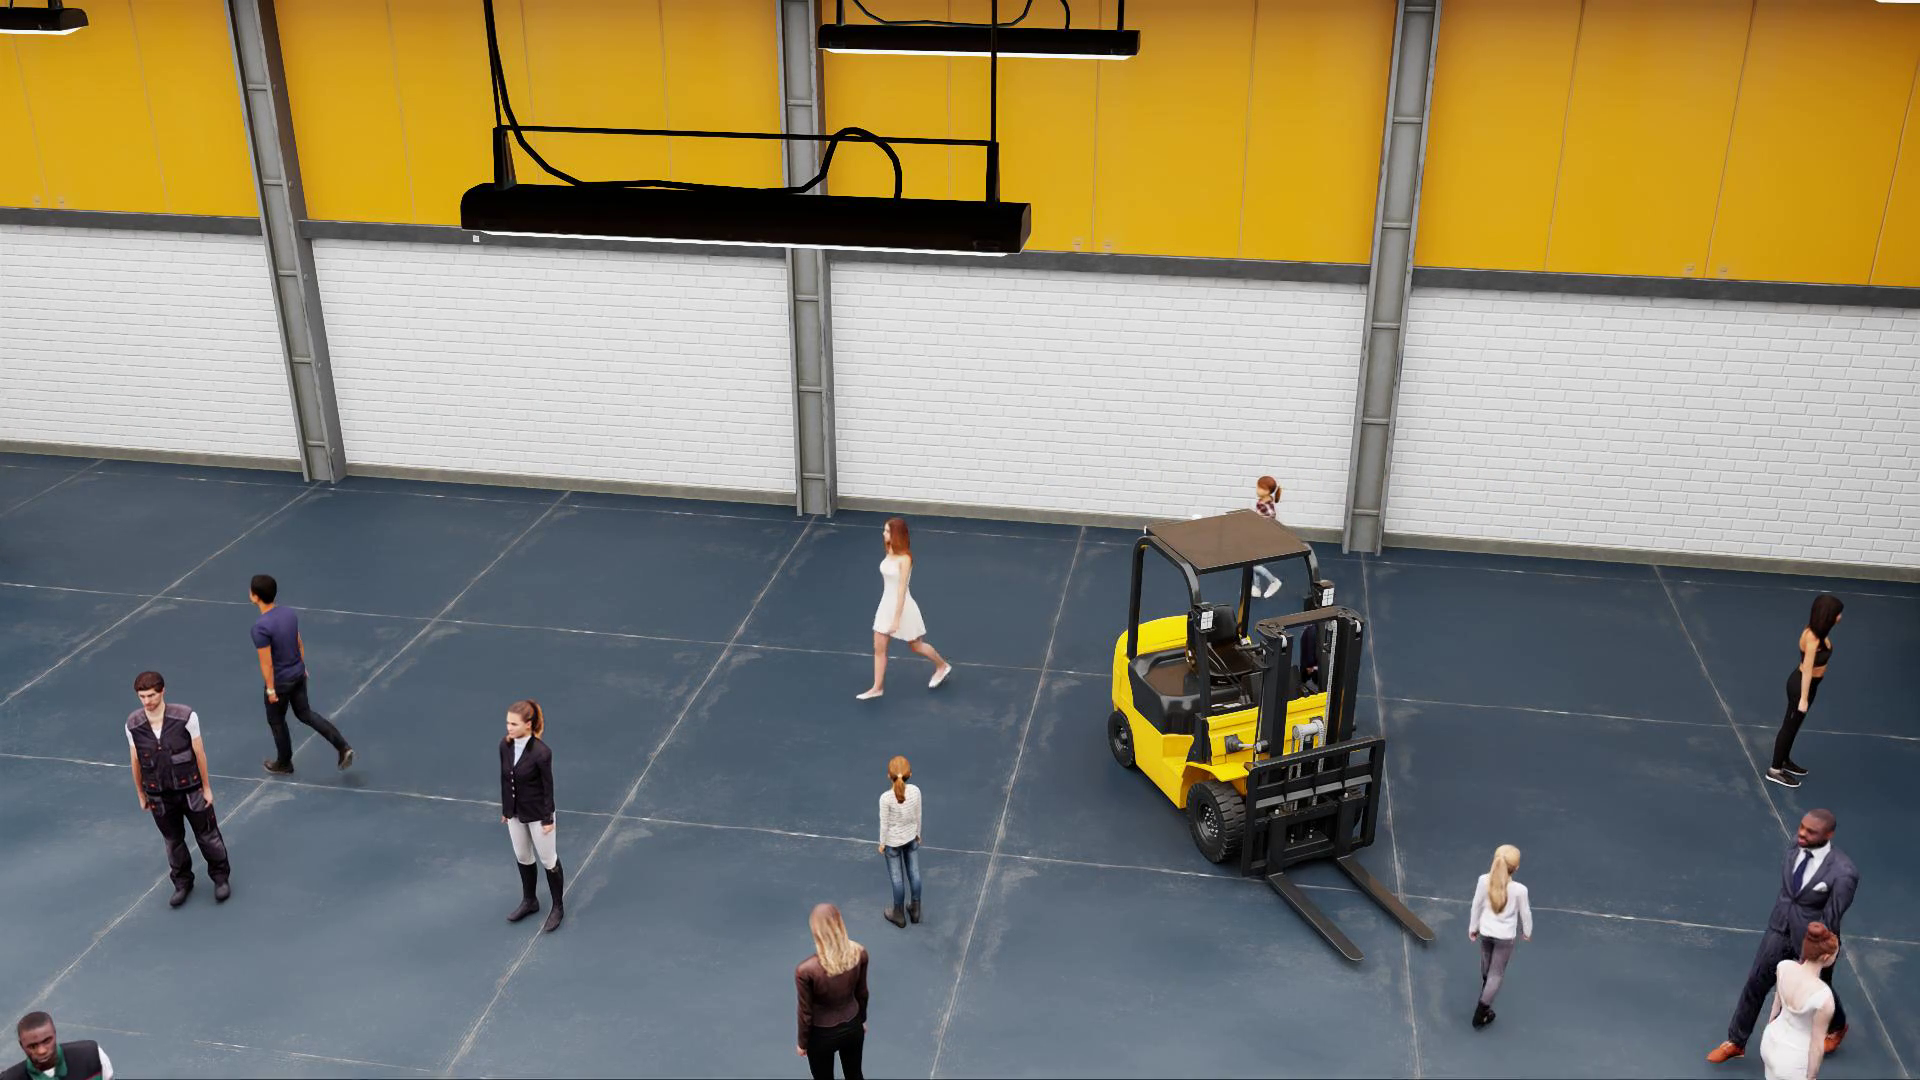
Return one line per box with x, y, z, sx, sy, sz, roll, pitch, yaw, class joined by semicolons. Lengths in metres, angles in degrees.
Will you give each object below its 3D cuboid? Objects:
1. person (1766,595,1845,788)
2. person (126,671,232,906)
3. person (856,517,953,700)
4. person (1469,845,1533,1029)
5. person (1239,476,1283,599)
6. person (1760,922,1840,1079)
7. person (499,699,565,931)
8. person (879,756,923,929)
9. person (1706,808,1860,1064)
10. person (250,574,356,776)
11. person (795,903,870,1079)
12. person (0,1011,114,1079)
6.727;1.175;13.288;0.619;1.645;0.623;15;28;30;person
-5.533;1.733;11.761;0.650;1.846;0.787;-5;24;-12;person
-0.455;0.604;14.550;1.139;1.681;1.039;-14;27;-29;person
3.401;2.550;10.627;0.807;1.257;0.796;21;31;39;person
3.033;-0.020;16.457;0.683;1.297;0.599;-1;24;-3;person
4.480;2.895;9.185;0.936;1.781;0.786;-6;24;-14;person
-2.974;1.903;11.518;0.550;1.729;0.671;10;25;21;person
-0.407;2.097;11.592;0.543;1.315;0.615;-11;26;-24;person
5.243;2.442;10.202;1.312;1.795;1.126;-10;26;-22;person
-5.298;1.125;13.251;1.086;1.767;0.730;7;25;16;person
-0.715;2.804;9.485;0.659;1.706;0.728;-14;27;-30;person
-4.598;3.130;8.591;0.820;1.826;0.863;-21;31;-39;person
